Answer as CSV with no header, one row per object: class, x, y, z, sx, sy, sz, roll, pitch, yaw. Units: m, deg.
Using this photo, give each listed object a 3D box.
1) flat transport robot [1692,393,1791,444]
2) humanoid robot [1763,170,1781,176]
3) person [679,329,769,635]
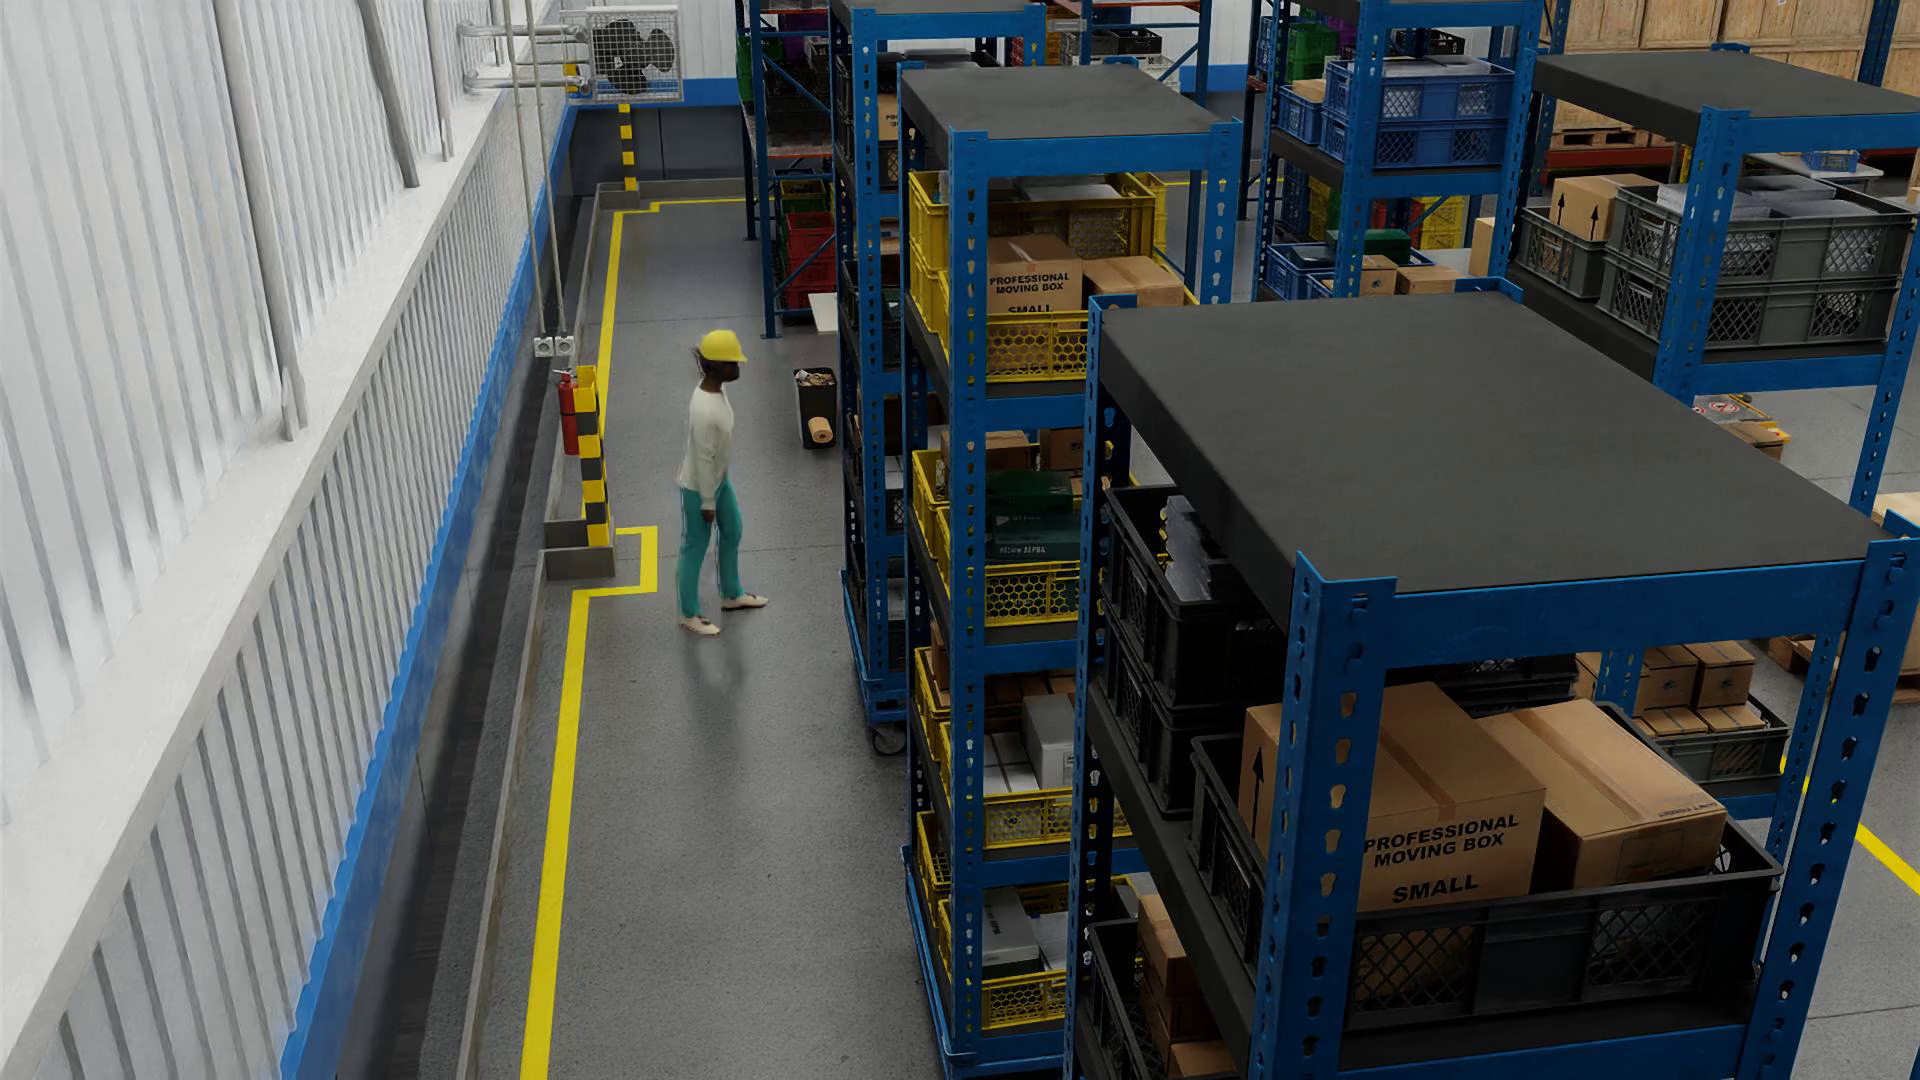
flat transport robot,5.224,-0.859,12.132,1.431,0.197,0.652,-4,25,-8
humanoid robot,6.296,-2.116,13.212,0.571,1.651,0.326,10,27,21
person,-1.336,-0.312,9.228,0.596,1.732,0.577,1,25,2
